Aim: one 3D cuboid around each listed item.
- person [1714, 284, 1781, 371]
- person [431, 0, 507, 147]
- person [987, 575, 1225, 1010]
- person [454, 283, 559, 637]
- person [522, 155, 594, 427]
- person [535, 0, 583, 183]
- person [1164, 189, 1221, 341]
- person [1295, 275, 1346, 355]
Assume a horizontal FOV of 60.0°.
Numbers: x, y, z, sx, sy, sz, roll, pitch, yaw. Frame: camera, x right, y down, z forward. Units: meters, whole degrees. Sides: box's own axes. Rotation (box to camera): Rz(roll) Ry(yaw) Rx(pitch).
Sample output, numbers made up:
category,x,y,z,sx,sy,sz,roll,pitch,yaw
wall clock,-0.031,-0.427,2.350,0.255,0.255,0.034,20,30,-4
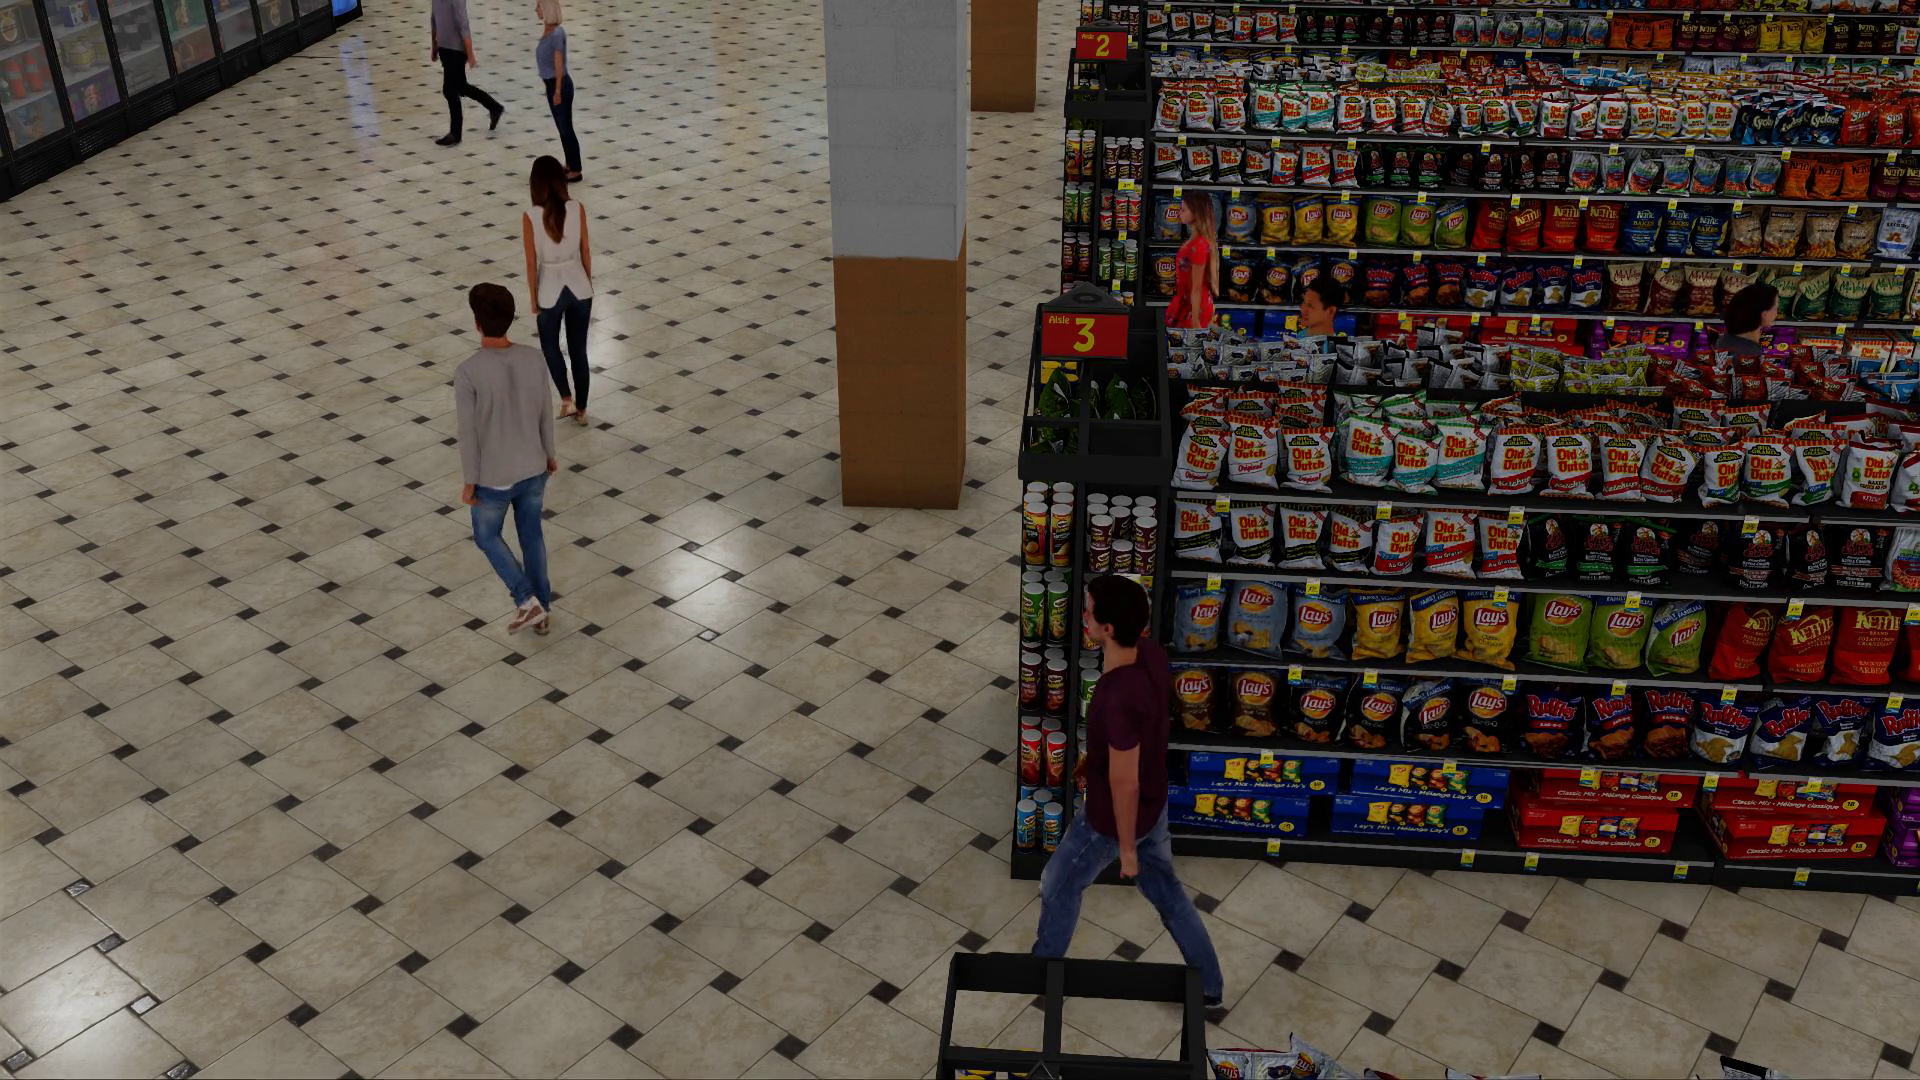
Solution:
category,x,y,z,sx,sy,sz,roll,pitch,yaw
person,3.865,-0.472,8.664,1.101,1.731,0.790,-5,29,-8
person,-5.012,-4.926,16.734,1.174,1.814,1.128,-23,36,-35
person,0.673,0.972,5.945,1.221,1.802,0.926,13,31,22
person,-2.180,-0.317,8.212,0.850,1.892,0.910,-23,36,-35
person,-2.481,-1.526,10.546,0.684,1.777,0.762,-14,31,-23
person,-3.746,-4.239,15.572,0.660,1.722,0.637,-14,32,-24
person,1.576,-1.442,10.603,0.876,1.575,0.616,6,29,10
person,1.943,-0.513,8.749,1.270,1.720,0.997,-11,30,-19
